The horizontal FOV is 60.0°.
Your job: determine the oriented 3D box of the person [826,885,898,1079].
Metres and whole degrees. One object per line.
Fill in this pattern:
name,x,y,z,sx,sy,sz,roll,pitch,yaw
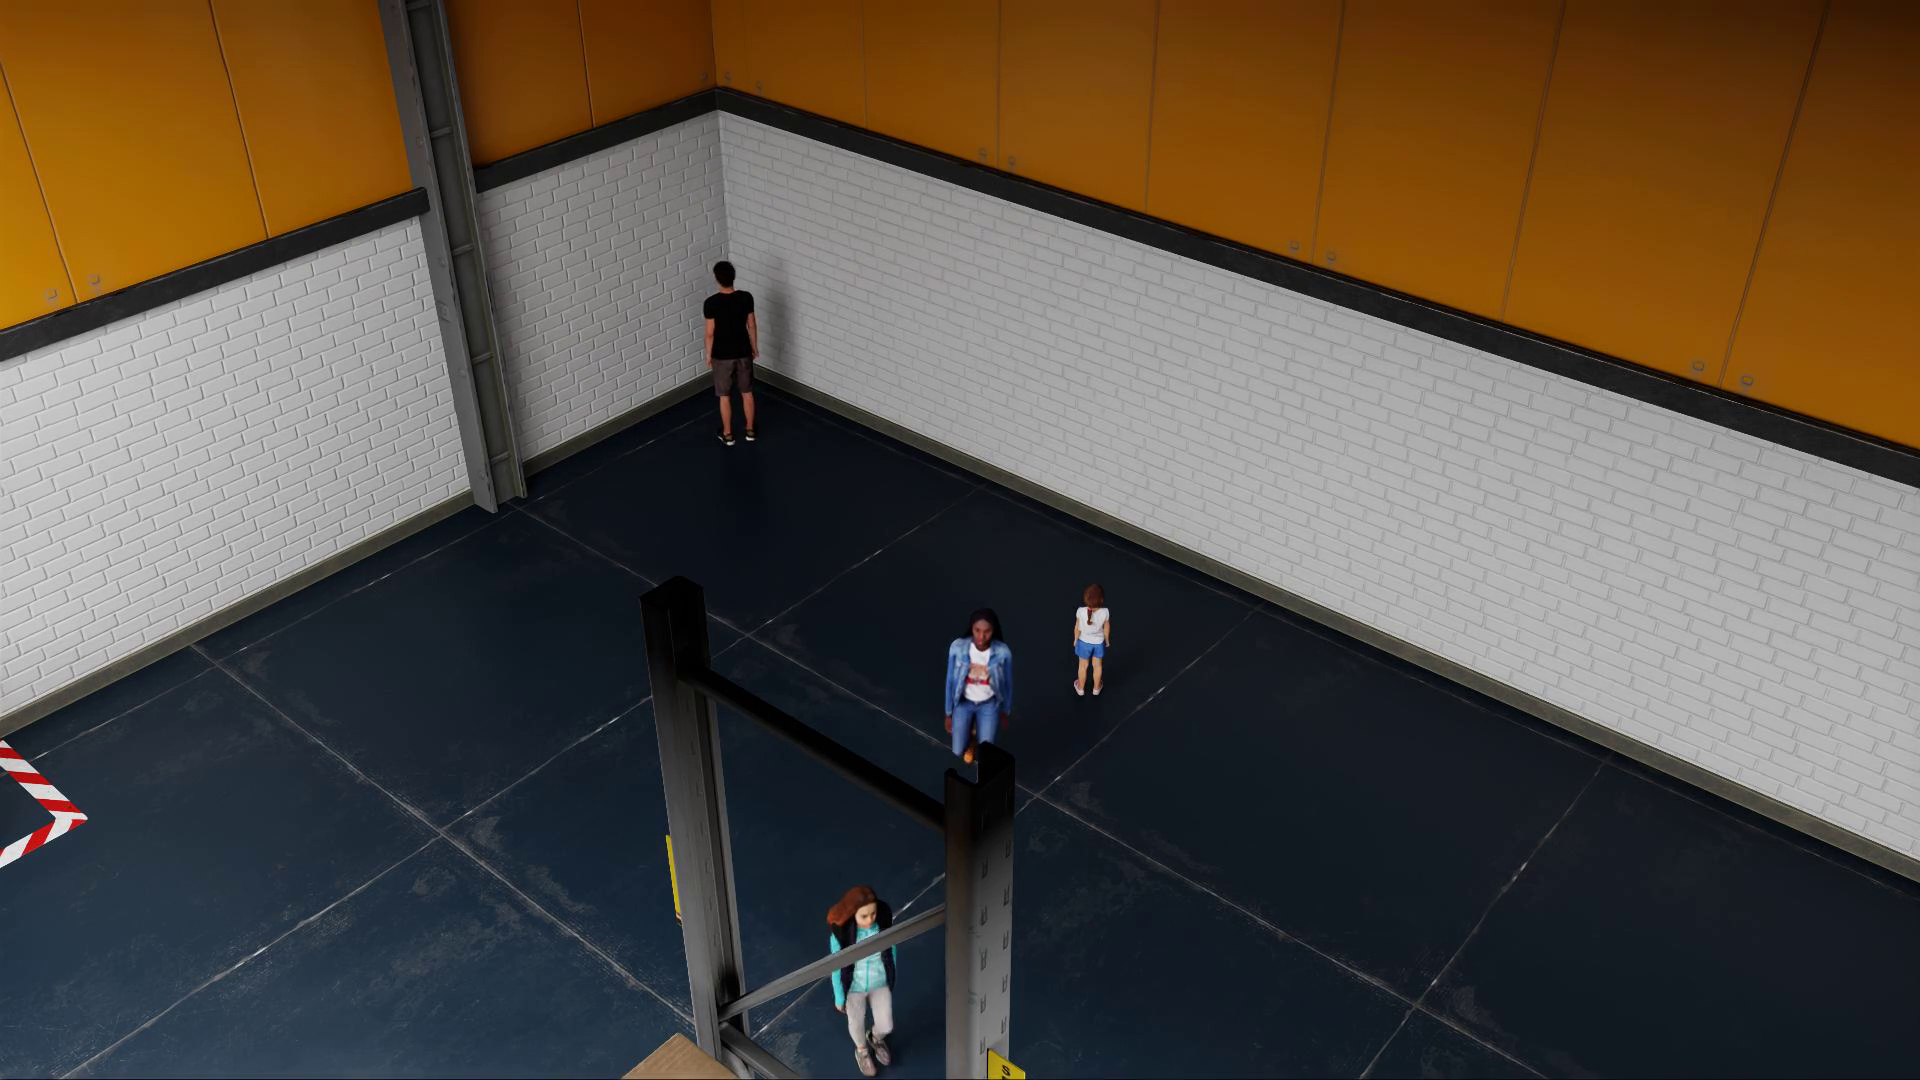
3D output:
person,-0.587,2.508,9.674,0.667,1.490,0.742,-12,35,-17

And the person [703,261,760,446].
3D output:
person,-2.168,-1.777,15.781,0.699,1.864,0.835,-12,35,-17

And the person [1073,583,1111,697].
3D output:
person,1.002,0.758,12.732,0.489,1.019,0.538,1,34,1

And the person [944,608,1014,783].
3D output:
person,0.122,1.136,11.550,0.922,1.697,1.032,2,34,3
